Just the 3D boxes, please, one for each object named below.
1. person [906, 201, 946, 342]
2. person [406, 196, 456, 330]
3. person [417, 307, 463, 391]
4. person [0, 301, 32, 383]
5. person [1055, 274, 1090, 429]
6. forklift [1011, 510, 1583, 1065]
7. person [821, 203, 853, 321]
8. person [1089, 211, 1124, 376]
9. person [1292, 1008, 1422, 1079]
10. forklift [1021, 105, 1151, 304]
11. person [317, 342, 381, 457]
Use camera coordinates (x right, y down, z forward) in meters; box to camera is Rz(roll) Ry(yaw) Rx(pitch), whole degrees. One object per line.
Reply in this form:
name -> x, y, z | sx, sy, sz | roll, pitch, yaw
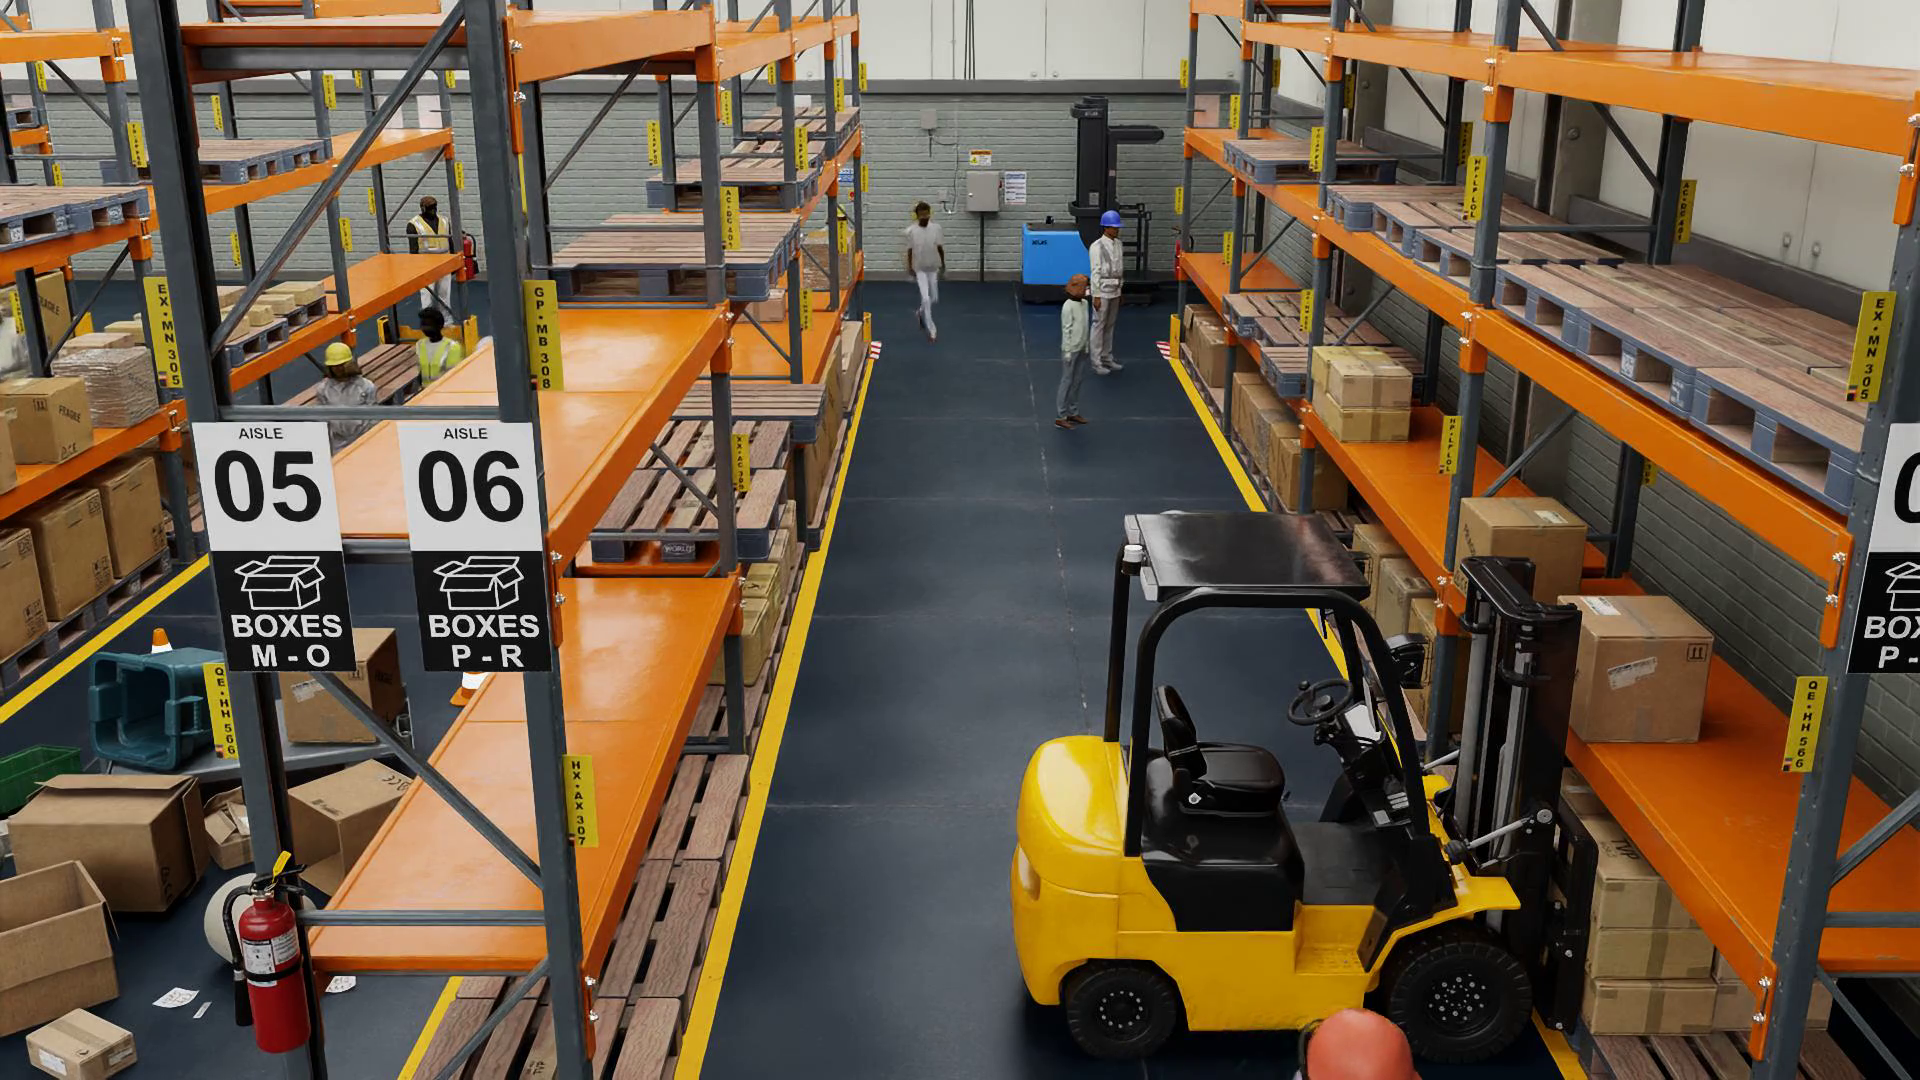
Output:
person -> -0.463, -3.557, 21.888 | 0.537, 1.836, 0.648 | -6, 19, -16
person -> -7.035, -3.681, 22.266 | 0.429, 1.836, 0.630 | 17, 25, 42
person -> -4.789, -1.281, 15.250 | 0.573, 1.678, 0.497 | 6, 19, 18
person -> -8.959, -1.480, 15.631 | 0.607, 1.818, 0.611 | -5, 19, -16
person -> 1.208, -1.983, 17.460 | 0.289, 1.629, 0.499 | 11, 21, 30
forklift -> 1.387, 1.055, 7.378 | 2.313, 2.155, 1.214 | 0, 18, 0
person -> -1.629, -3.632, 22.276 | 0.487, 1.737, 0.320 | -8, 20, -22
person -> 1.765, -2.961, 19.907 | 0.391, 1.948, 0.605 | 13, 22, 34
person -> 0.828, 2.083, 4.614 | 0.866, 1.991, 0.616 | 9, 20, 25
forklift -> 1.857, -4.944, 24.441 | 1.873, 2.768, 1.129 | 0, 18, 0
person -> -4.968, -0.762, 13.596 | 0.495, 1.736, 0.322 | -2, 18, -5
